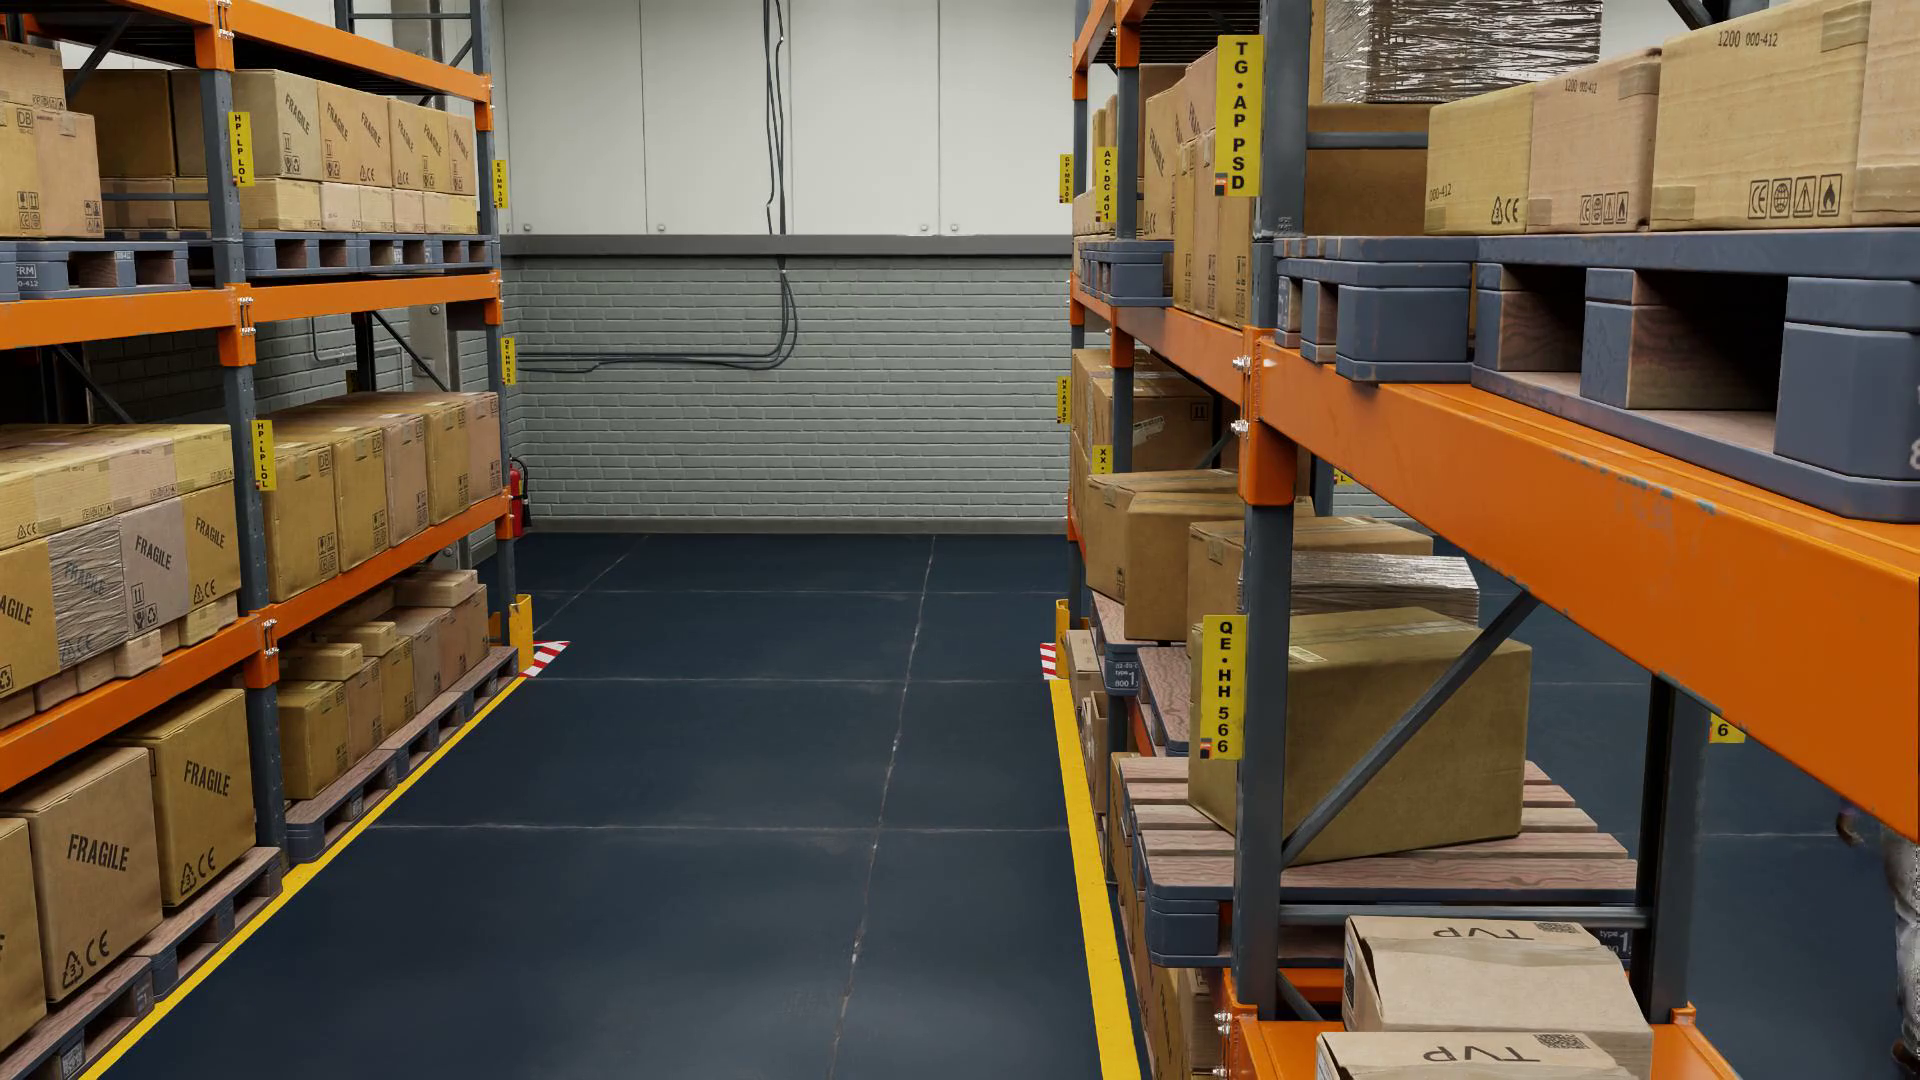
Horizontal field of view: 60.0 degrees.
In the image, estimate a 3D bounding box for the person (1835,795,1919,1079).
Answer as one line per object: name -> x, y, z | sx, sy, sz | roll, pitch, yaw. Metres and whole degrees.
person -> 3.611, 0.989, 6.205 | 0.651, 1.907, 0.898 | 2, 10, 12
